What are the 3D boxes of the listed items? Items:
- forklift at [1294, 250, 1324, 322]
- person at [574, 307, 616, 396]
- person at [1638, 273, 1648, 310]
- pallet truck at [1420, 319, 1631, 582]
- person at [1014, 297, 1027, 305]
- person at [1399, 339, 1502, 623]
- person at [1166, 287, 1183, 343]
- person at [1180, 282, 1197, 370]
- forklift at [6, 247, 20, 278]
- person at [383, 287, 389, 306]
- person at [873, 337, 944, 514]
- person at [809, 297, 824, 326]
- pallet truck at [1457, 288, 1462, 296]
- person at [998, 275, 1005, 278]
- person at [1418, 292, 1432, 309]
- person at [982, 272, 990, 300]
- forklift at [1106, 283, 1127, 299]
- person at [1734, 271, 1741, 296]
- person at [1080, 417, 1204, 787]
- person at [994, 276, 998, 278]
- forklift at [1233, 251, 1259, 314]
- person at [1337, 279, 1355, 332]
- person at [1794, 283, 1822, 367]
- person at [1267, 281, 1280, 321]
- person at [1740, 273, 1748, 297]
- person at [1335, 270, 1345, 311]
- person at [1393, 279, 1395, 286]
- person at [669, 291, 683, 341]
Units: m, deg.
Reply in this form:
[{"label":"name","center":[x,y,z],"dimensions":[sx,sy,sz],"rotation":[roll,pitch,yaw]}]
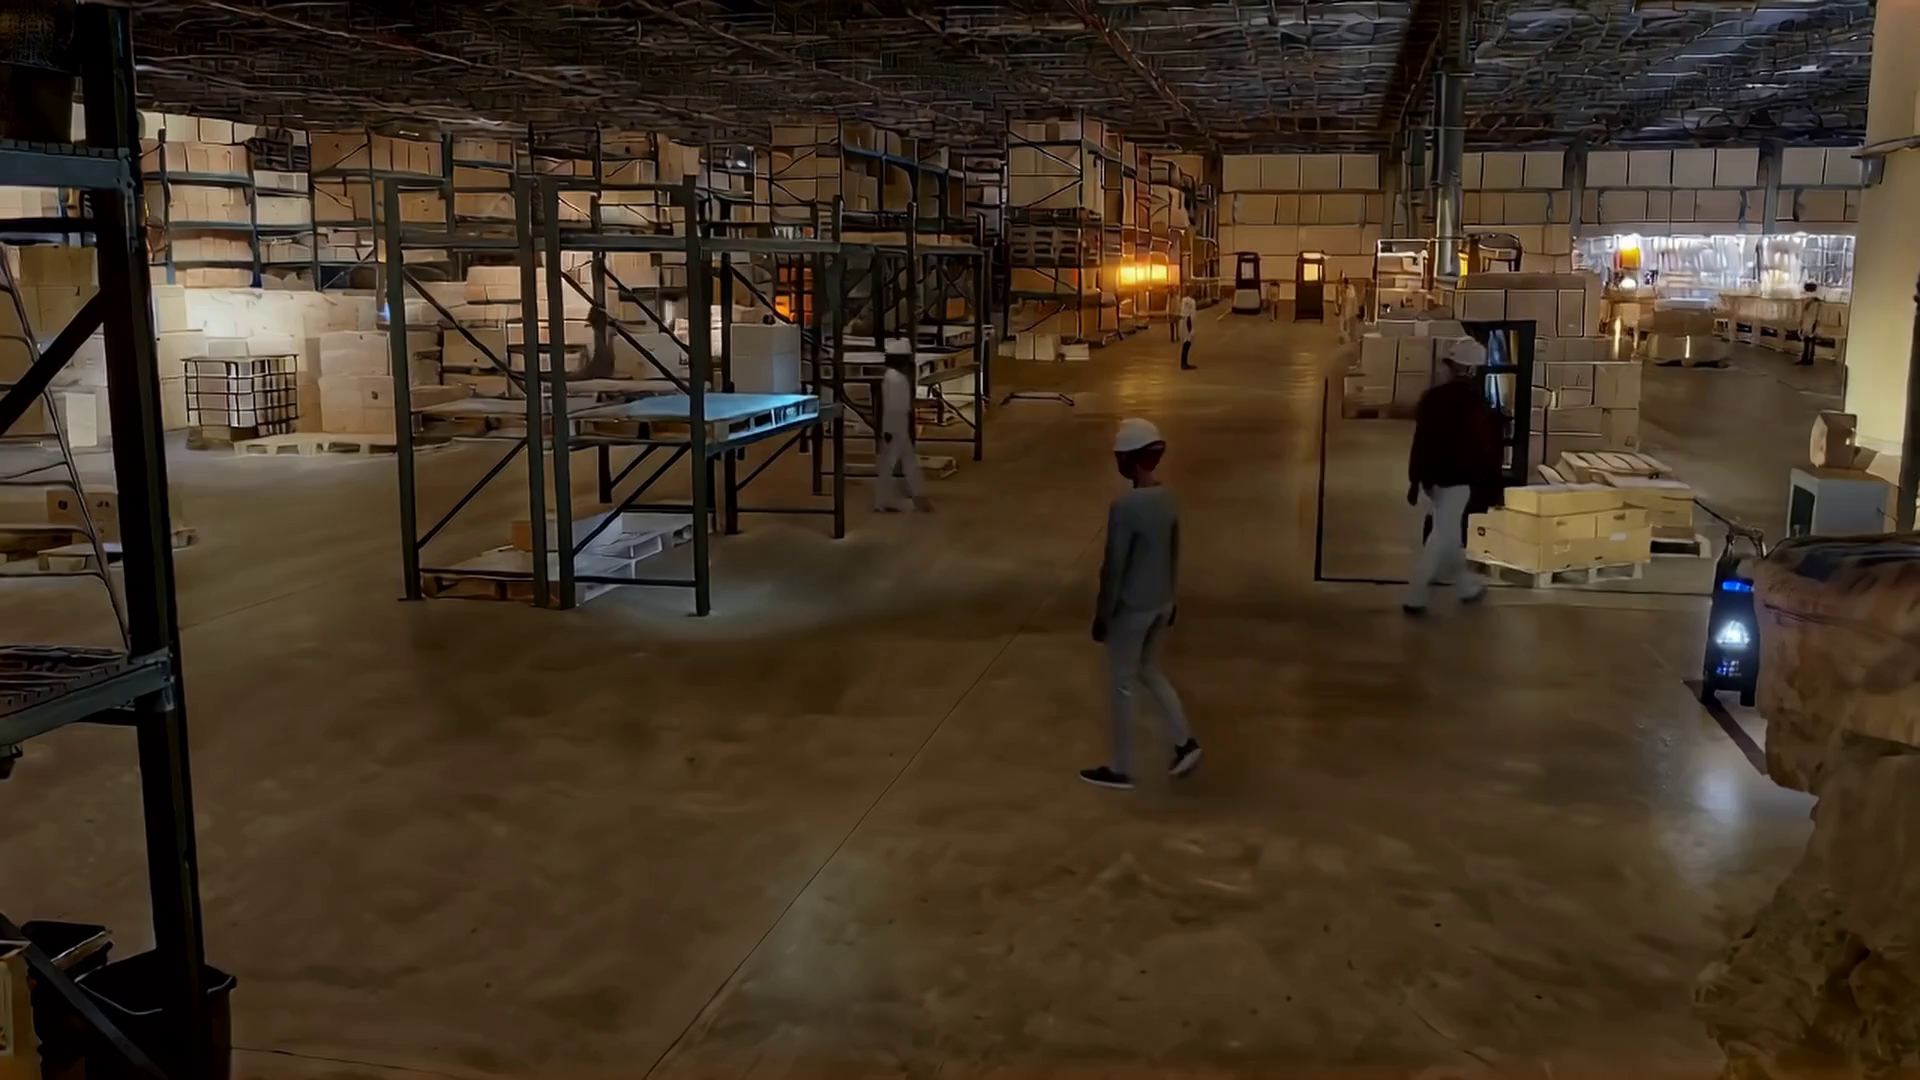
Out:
[{"label":"forklift","center":[13.778,-10.002,65.433],"dimensions":[1.129,2.768,1.873],"rotation":[2,10,12]},{"label":"person","center":[-5.096,-2.337,23.165],"dimensions":[0.637,1.820,0.515],"rotation":[5,11,29]},{"label":"person","center":[30.054,-10.833,73.297],"dimensions":[0.443,1.893,0.651],"rotation":[7,12,37]},{"label":"pallet truck","center":[4.543,-0.757,13.299],"dimensions":[0.823,1.965,1.885],"rotation":[-4,10,-22]},{"label":"person","center":[2.091,-8.329,58.433],"dimensions":[0.640,1.912,0.926],"rotation":[-8,13,-41]},{"label":"person","center":[3.405,-0.409,11.436],"dimensions":[1.040,1.934,0.642],"rotation":[-5,11,-29]},{"label":"person","center":[6.374,-6.655,49.239],"dimensions":[0.542,1.640,0.888],"rotation":[2,10,9]},{"label":"person","center":[5.110,-4.774,37.176],"dimensions":[0.361,1.963,0.614],"rotation":[0,10,1]},{"label":"forklift","center":[-26.871,-7.052,47.967],"dimensions":[1.129,2.768,1.873],"rotation":[2,10,12]},{"label":"person","center":[-11.482,-4.215,34.012],"dimensions":[0.609,1.917,0.557],"rotation":[1,10,4]},{"label":"person","center":[-0.494,-1.097,16.122],"dimensions":[0.798,1.709,0.508],"rotation":[1,10,6]},{"label":"person","center":[-4.879,-7.977,56.427],"dimensions":[0.647,1.878,0.844],"rotation":[4,11,25]},{"label":"pallet truck","center":[20.506,-9.785,68.819],"dimensions":[0.653,1.274,1.630],"rotation":[2,10,12]},{"label":"person","center":[2.248,-13.498,89.190],"dimensions":[0.661,1.856,1.031],"rotation":[8,12,39]},{"label":"person","center":[11.519,-5.268,40.982],"dimensions":[0.549,1.673,0.716],"rotation":[-8,12,-38]},{"label":"person","center":[1.387,-14.412,94.736],"dimensions":[0.731,1.803,0.599],"rotation":[3,10,15]},{"label":"forklift","center":[9.249,-14.871,94.263],"dimensions":[1.873,2.768,1.129],"rotation":[2,10,12]},{"label":"person","center":[36.864,-11.819,79.016],"dimensions":[0.618,1.932,1.087],"rotation":[0,10,-1]},{"label":"person","center":[0.833,0.305,7.726],"dimensions":[0.510,1.759,0.533],"rotation":[8,12,38]},{"label":"person","center":[1.822,-12.595,83.739],"dimensions":[0.544,1.897,0.992],"rotation":[2,10,12]},{"label":"forklift","center":[12.886,-11.564,74.683],"dimensions":[1.129,2.768,1.873],"rotation":[2,10,12]},{"label":"person","center":[13.303,-8.092,57.326],"dimensions":[0.602,1.801,0.852],"rotation":[2,10,11]},{"label":"person","center":[19.627,-4.972,38.464],"dimensions":[0.374,1.928,0.542],"rotation":[-1,10,-7]},{"label":"person","center":[12.644,-9.625,66.938],"dimensions":[0.535,1.602,0.719],"rotation":[4,10,23]},{"label":"person","center":[37.592,-11.922,79.881],"dimensions":[0.565,1.840,0.390],"rotation":[-3,10,-18]},{"label":"person","center":[18.302,-12.011,80.086],"dimensions":[0.605,1.949,0.402],"rotation":[-4,11,-25]},{"label":"person","center":[22.913,-13.230,88.024],"dimensions":[0.525,1.700,0.560],"rotation":[4,11,24]},{"label":"person","center":[-6.995,-5.388,41.696],"dimensions":[0.737,1.674,0.538],"rotation":[2,10,13]}]
